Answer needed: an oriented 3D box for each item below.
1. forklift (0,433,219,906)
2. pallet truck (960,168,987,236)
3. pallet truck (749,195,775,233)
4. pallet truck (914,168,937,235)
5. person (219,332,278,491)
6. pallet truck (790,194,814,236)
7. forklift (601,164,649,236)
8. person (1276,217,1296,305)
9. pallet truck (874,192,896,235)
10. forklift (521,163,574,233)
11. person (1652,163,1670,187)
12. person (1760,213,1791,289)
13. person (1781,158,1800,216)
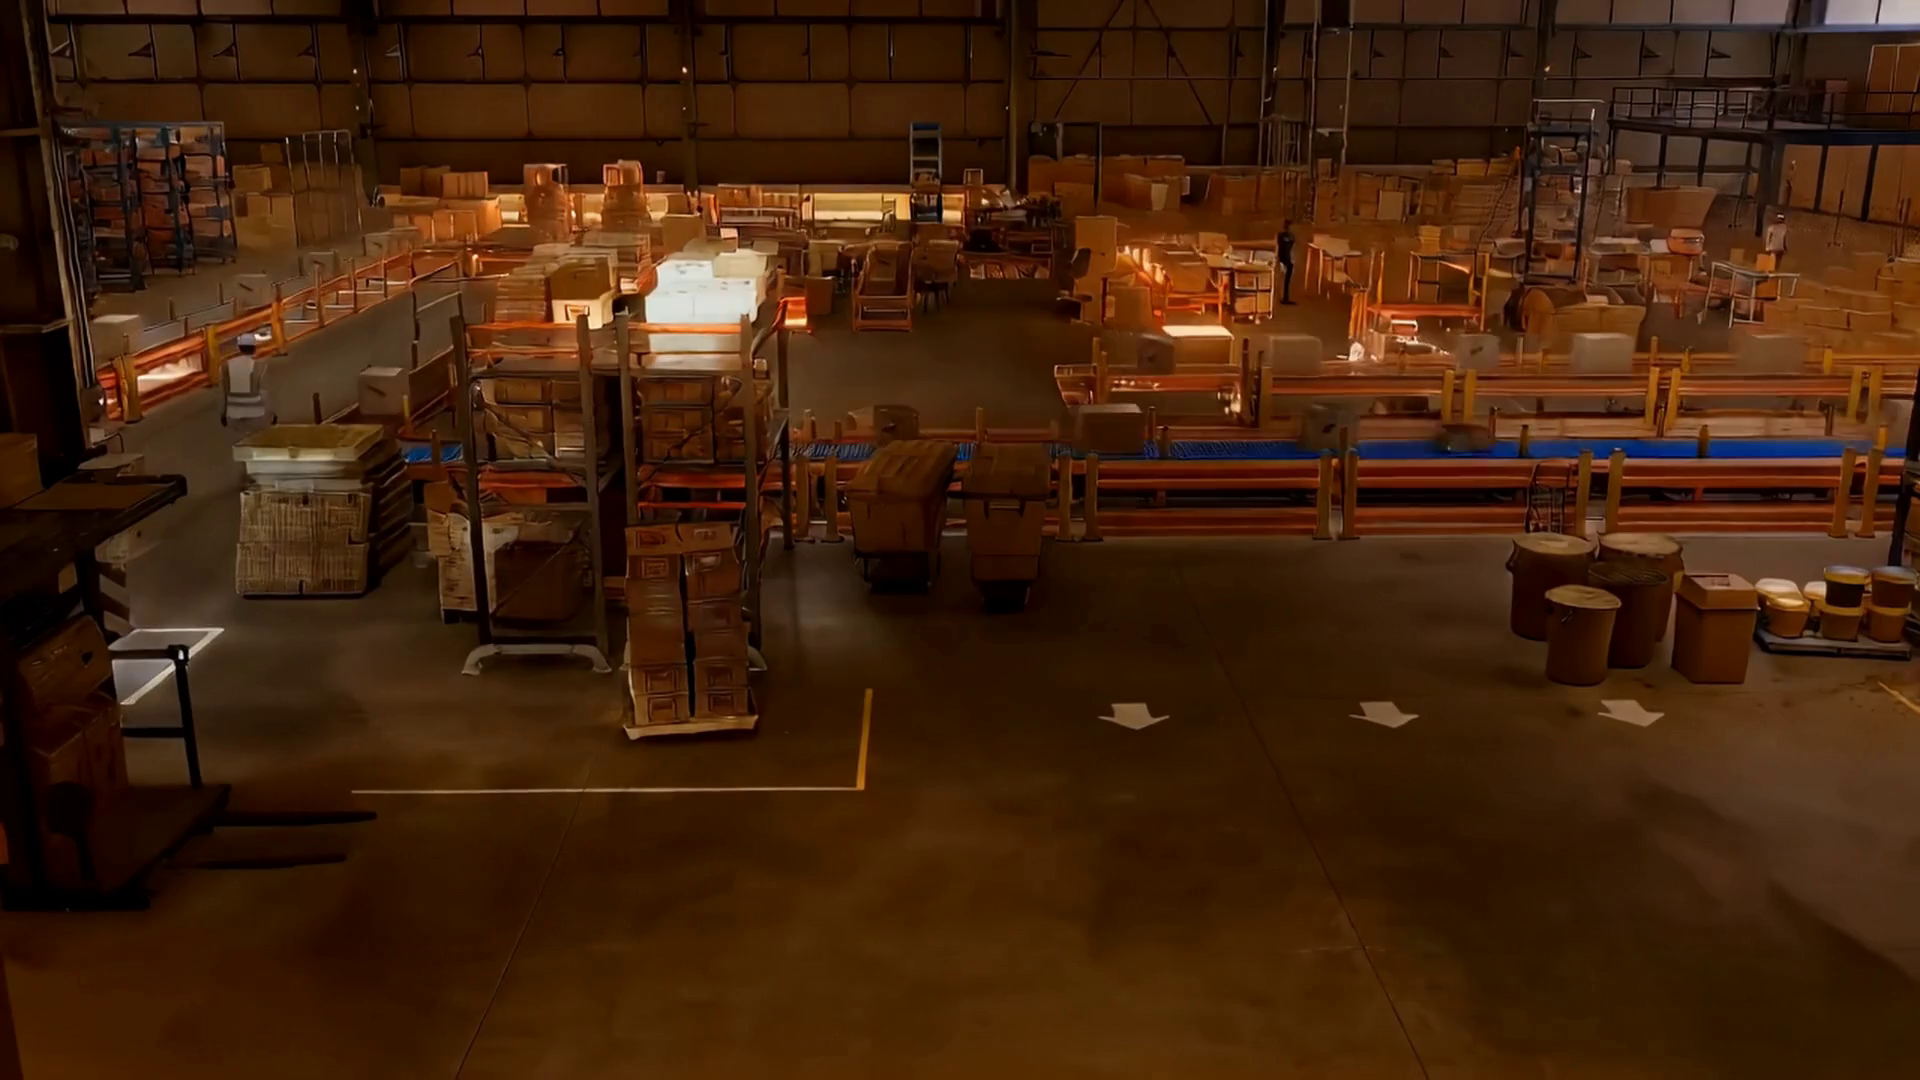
[{"bbox_3d":[-5.952,0.780,10.366,1.873,2.768,1.129,0,16,-1],"label":"forklift"},{"bbox_3d":[0.383,-10.230,50.206,0.823,1.965,1.885,-1,16,-3],"label":"pallet truck"},{"bbox_3d":[-6.051,-9.967,50.660,0.680,1.201,1.601,0,16,-1],"label":"pallet truck"},{"bbox_3d":[-0.989,-10.316,50.507,0.823,1.965,1.885,1,16,3],"label":"pallet truck"},{"bbox_3d":[-8.619,-1.564,20.225,0.640,1.914,0.617,1,16,5],"label":"person"},{"bbox_3d":[-4.814,-9.883,50.259,0.704,1.261,1.522,-1,16,-3],"label":"pallet truck"},{"bbox_3d":[-9.948,-10.127,49.296,1.157,1.987,2.680,-1,16,-3],"label":"forklift"},{"bbox_3d":[7.006,-5.987,35.699,0.334,1.864,0.517,-8,18,-26],"label":"person"},{"bbox_3d":[-2.277,-9.986,50.594,0.653,1.274,1.630,0,16,-1],"label":"pallet truck"},{"bbox_3d":[-12.233,-10.122,49.298,1.157,1.987,2.680,0,16,-1],"label":"forklift"},{"bbox_3d":[22.922,-11.384,54.424,0.361,1.882,0.575,-11,19,-33],"label":"person"},{"bbox_3d":[18.773,-6.667,38.315,0.535,1.717,0.903,4,16,13],"label":"person"},{"bbox_3d":[28.121,-11.937,56.265,0.593,1.924,0.381,-14,21,-40],"label":"person"}]
